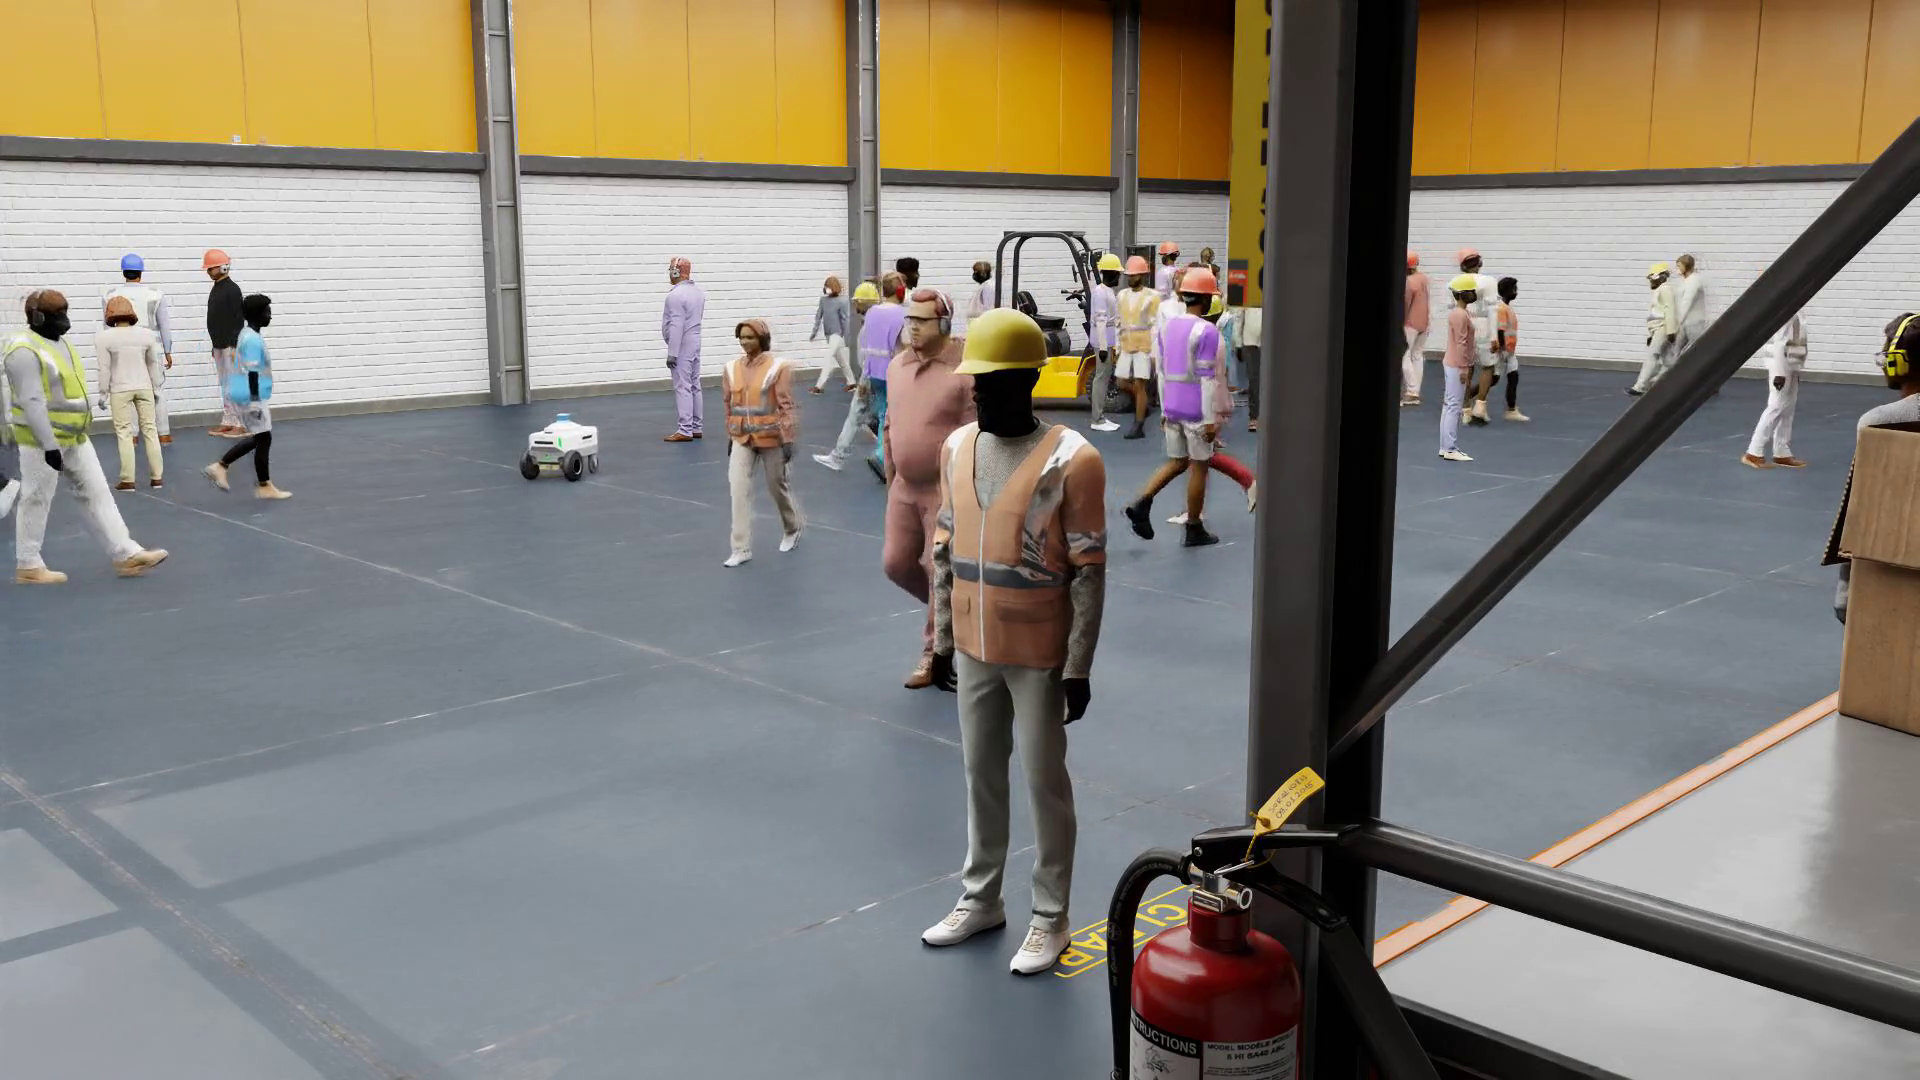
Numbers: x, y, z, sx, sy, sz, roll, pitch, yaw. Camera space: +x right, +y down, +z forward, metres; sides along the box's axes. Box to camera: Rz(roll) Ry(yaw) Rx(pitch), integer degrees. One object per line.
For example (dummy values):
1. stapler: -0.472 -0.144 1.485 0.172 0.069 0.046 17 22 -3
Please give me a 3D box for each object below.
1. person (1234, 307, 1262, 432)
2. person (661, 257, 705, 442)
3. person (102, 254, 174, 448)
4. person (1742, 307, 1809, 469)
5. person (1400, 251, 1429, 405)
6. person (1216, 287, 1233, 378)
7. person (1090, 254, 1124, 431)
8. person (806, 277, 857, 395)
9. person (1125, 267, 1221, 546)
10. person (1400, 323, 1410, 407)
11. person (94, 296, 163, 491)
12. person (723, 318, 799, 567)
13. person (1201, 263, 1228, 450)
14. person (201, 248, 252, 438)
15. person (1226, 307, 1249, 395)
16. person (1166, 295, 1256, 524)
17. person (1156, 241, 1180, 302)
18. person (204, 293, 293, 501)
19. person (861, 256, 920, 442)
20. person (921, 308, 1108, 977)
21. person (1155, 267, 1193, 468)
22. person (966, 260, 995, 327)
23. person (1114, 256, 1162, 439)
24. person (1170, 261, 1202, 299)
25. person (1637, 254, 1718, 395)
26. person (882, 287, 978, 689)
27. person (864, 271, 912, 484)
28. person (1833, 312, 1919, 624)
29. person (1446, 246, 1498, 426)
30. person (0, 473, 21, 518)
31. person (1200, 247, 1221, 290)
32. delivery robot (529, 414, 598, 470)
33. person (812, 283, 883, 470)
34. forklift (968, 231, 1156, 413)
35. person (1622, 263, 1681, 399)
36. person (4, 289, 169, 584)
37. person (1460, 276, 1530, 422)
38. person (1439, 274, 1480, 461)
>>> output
1. person: 3.334 -2.182 18.376 0.616 1.926 1.059 3 11 15
2. person: -2.891 -1.976 17.287 0.409 1.907 0.651 2 11 13
3. person: -8.278 -1.903 16.773 0.615 1.945 0.405 -4 11 -22
4. person: 7.562 -1.582 15.241 0.394 1.890 0.590 8 13 38
5. person: 5.705 -2.666 20.981 0.382 1.944 0.705 9 14 40
6. person: 2.607 -1.840 17.308 0.536 1.617 0.504 7 13 34
7. person: 1.614 -2.158 18.221 0.375 1.925 0.595 2 11 12
8. person: -1.711 -2.750 22.387 0.904 1.579 0.502 -9 14 -40
9. person: 1.493 -0.884 11.306 0.631 1.921 0.547 -7 12 -32
10. person: 5.391 -2.453 20.660 0.635 1.615 0.530 7 12 33
11. person: -6.950 -1.223 13.921 0.279 1.633 0.497 10 14 43
12. person: -1.304 -0.668 10.968 0.523 1.606 0.808 4 11 20
13. person: 2.482 -1.813 16.550 0.592 1.851 0.513 -2 11 -10
14. person: -7.790 -2.082 17.635 0.609 1.991 0.384 10 14 43
15. person: 3.730 -2.748 22.274 0.590 1.610 0.529 9 14 41
16. person: 1.904 -0.968 12.263 0.669 1.727 0.529 0 10 0
17. person: 2.979 -3.248 23.849 0.379 2.044 0.606 9 14 41
18. person: -5.739 -1.134 13.319 0.563 1.678 0.545 -4 11 -23
19. person: -0.612 -1.959 17.148 0.942 1.932 0.605 -5 11 -24
20. person: 0.143 0.294 4.849 0.592 1.926 0.366 8 13 39
21. person: 2.103 -1.590 15.353 0.584 1.859 0.836 7 13 34
22. person: 0.365 -2.727 21.645 0.849 1.813 0.635 0 10 -3
23. person: 1.877 -2.023 17.513 0.546 1.921 0.516 9 14 39
24. person: 2.529 -2.086 18.052 0.535 1.841 0.611 5 11 23
25. person: 9.668 -2.863 22.202 1.048 1.867 0.662 2 11 13
26. person: -0.107 -0.258 7.956 0.651 1.890 0.551 8 13 37
27. person: -0.618 -1.357 14.134 0.576 1.831 0.488 9 14 41
28. person: 3.399 0.120 6.002 0.508 1.860 0.319 -2 11 -11
29. person: 5.763 -2.281 18.670 0.481 2.004 0.661 -9 14 -41
30. person: -7.318 -1.029 12.254 0.674 1.860 0.655 0 10 3
31. person: 3.930 -3.733 26.794 0.379 1.933 0.629 -9 14 -40
32. delivery robot: -3.500 -0.871 14.691 0.477 0.478 0.707 3 11 15
33. person: -0.879 -1.434 14.871 0.873 1.693 0.508 -2 11 -9
34. forklift: 1.222 -2.721 20.561 2.313 2.155 1.214 2 11 13
35. person: 9.046 -2.692 21.574 0.776 1.771 0.647 5 12 27
36. person: -5.397 -0.616 10.157 0.917 1.798 0.641 0 10 0
37. person: 6.144 -2.188 19.074 0.757 1.670 0.531 7 12 32
38. person: 4.755 -1.639 15.823 0.307 1.772 0.526 2 11 8
